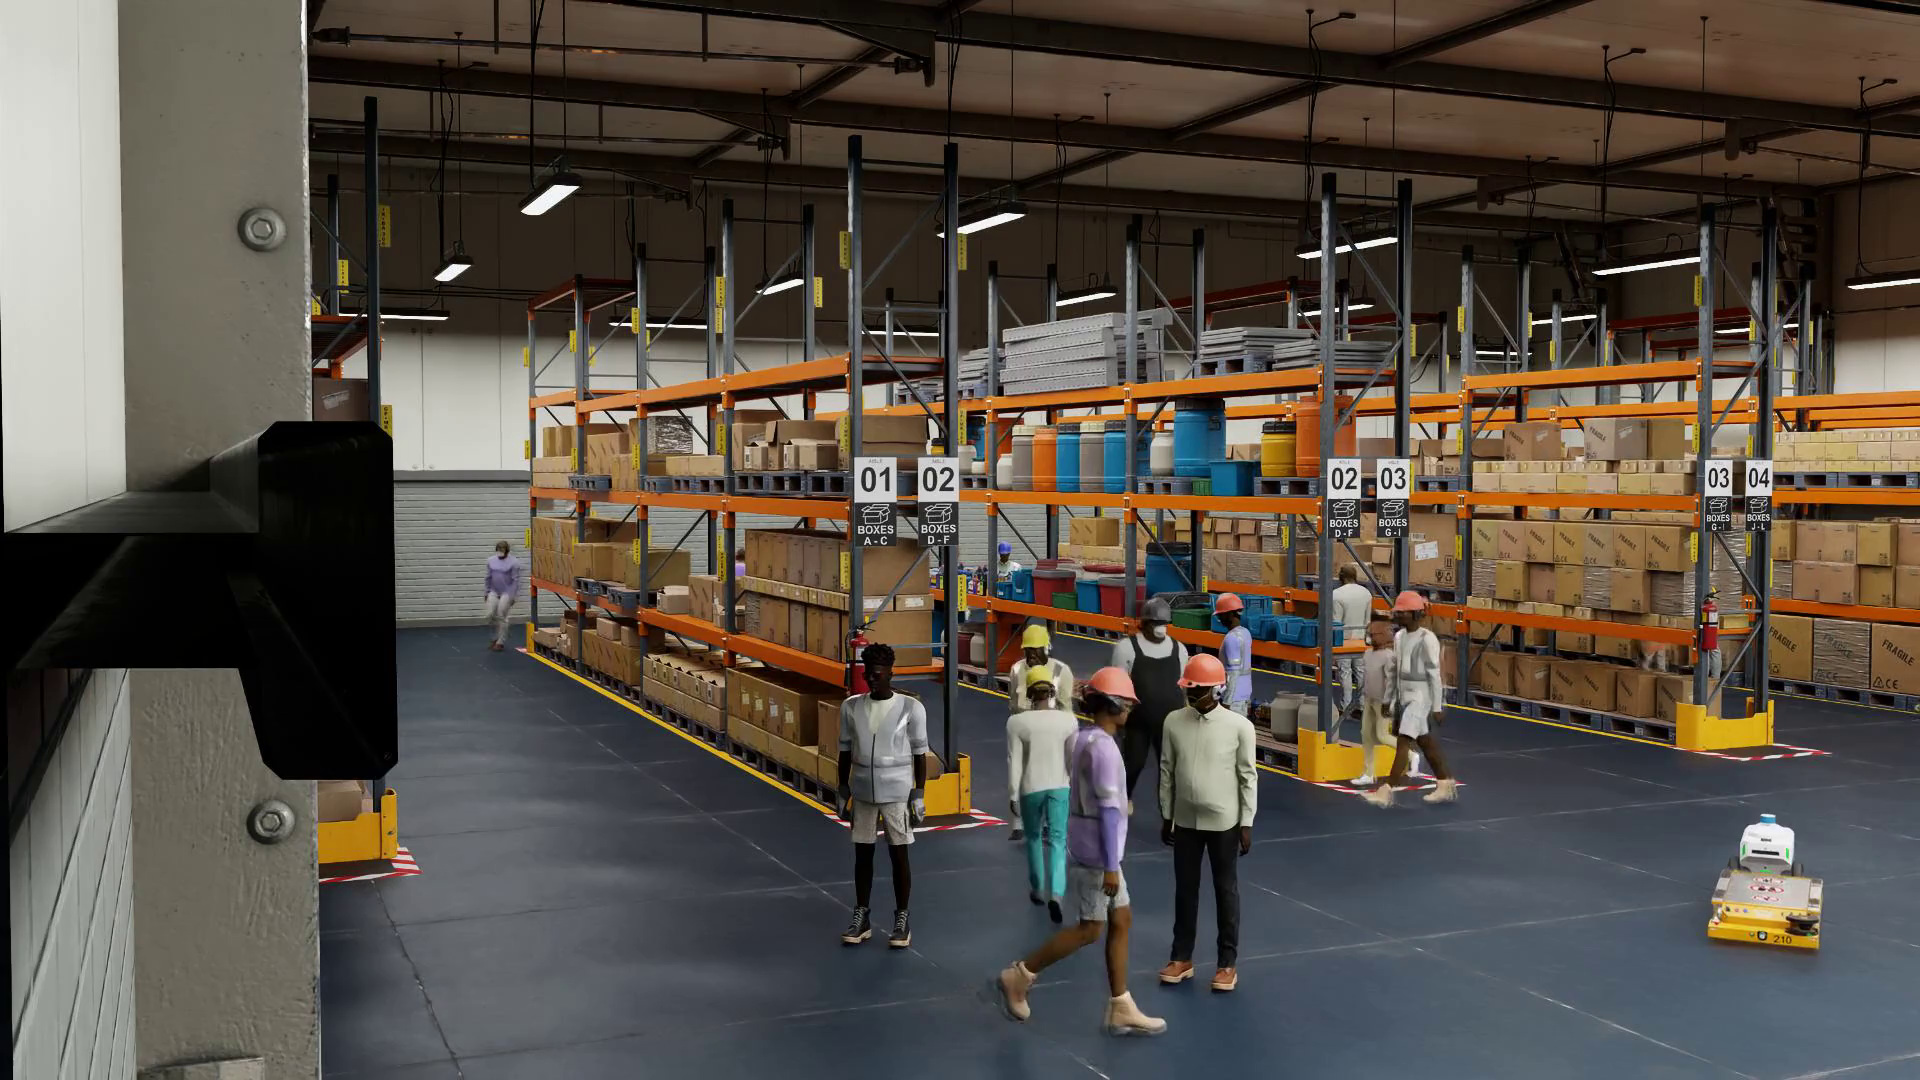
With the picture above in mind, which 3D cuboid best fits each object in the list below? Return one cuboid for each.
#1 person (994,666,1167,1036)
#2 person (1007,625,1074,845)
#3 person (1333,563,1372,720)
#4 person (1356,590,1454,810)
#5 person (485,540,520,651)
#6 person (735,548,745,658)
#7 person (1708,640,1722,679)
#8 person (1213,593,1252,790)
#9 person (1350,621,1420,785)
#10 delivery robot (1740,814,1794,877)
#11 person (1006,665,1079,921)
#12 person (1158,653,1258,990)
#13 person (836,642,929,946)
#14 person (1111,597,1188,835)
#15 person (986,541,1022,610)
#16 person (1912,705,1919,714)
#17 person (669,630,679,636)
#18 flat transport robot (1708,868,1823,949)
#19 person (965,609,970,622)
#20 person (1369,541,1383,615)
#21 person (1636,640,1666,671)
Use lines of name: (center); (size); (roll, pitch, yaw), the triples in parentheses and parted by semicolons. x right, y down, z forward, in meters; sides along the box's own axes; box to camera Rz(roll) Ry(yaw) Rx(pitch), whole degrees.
person: (0.658, 1.696, 9.790); (0.879, 2.009, 0.640); (0, 2, 1)
person: (0.633, 1.603, 14.721); (0.598, 1.800, 0.713); (1, 2, 22)
person: (4.832, 1.252, 22.228); (0.633, 1.936, 0.353); (-1, 3, -29)
person: (4.120, 1.453, 16.400); (1.055, 1.986, 0.635); (-1, 2, -14)
person: (-7.839, 0.948, 30.608); (0.702, 1.900, 0.441); (1, 2, 15)
person: (-3.588, 1.031, 29.488); (0.609, 1.808, 0.809); (0, 2, -3)
person: (10.276, 1.156, 24.709); (0.627, 1.940, 0.372); (-1, 2, -28)
person: (2.562, 1.457, 16.878); (0.356, 1.938, 0.543); (1, 2, 21)
person: (4.169, 1.593, 17.568); (0.607, 1.618, 0.505); (-1, 2, -18)
delivery robot: (5.923, 2.256, 13.136); (0.477, 0.478, 0.707); (1, 2, 27)
person: (0.594, 1.734, 12.468); (0.536, 1.724, 0.898); (0, 2, -2)
person: (1.468, 1.667, 10.697); (0.612, 1.991, 0.392); (1, 3, 31)
person: (-0.515, 1.642, 11.652); (0.618, 1.963, 0.361); (1, 2, 16)
person: (1.635, 1.482, 15.437); (0.686, 2.000, 0.853); (0, 2, -8)
person: (0.705, 0.992, 28.876); (0.604, 1.948, 0.386); (0, 2, 5)
person: (11.948, 1.403, 21.779); (0.549, 1.644, 0.864); (-1, 2, -29)
person: (-4.753, 1.093, 29.995); (0.546, 1.633, 0.917); (-1, 3, -34)
flat transport robot: (5.481, 2.480, 12.155); (0.652, 0.197, 1.431); (1, 2, 27)
person: (-0.148, 0.886, 35.922); (0.629, 1.610, 0.509); (0, 2, -8)
person: (7.112, 0.949, 30.990); (0.615, 1.870, 1.011); (0, 2, -12)
person: (8.835, 1.385, 22.768); (0.521, 1.618, 0.647); (-1, 2, -21)
